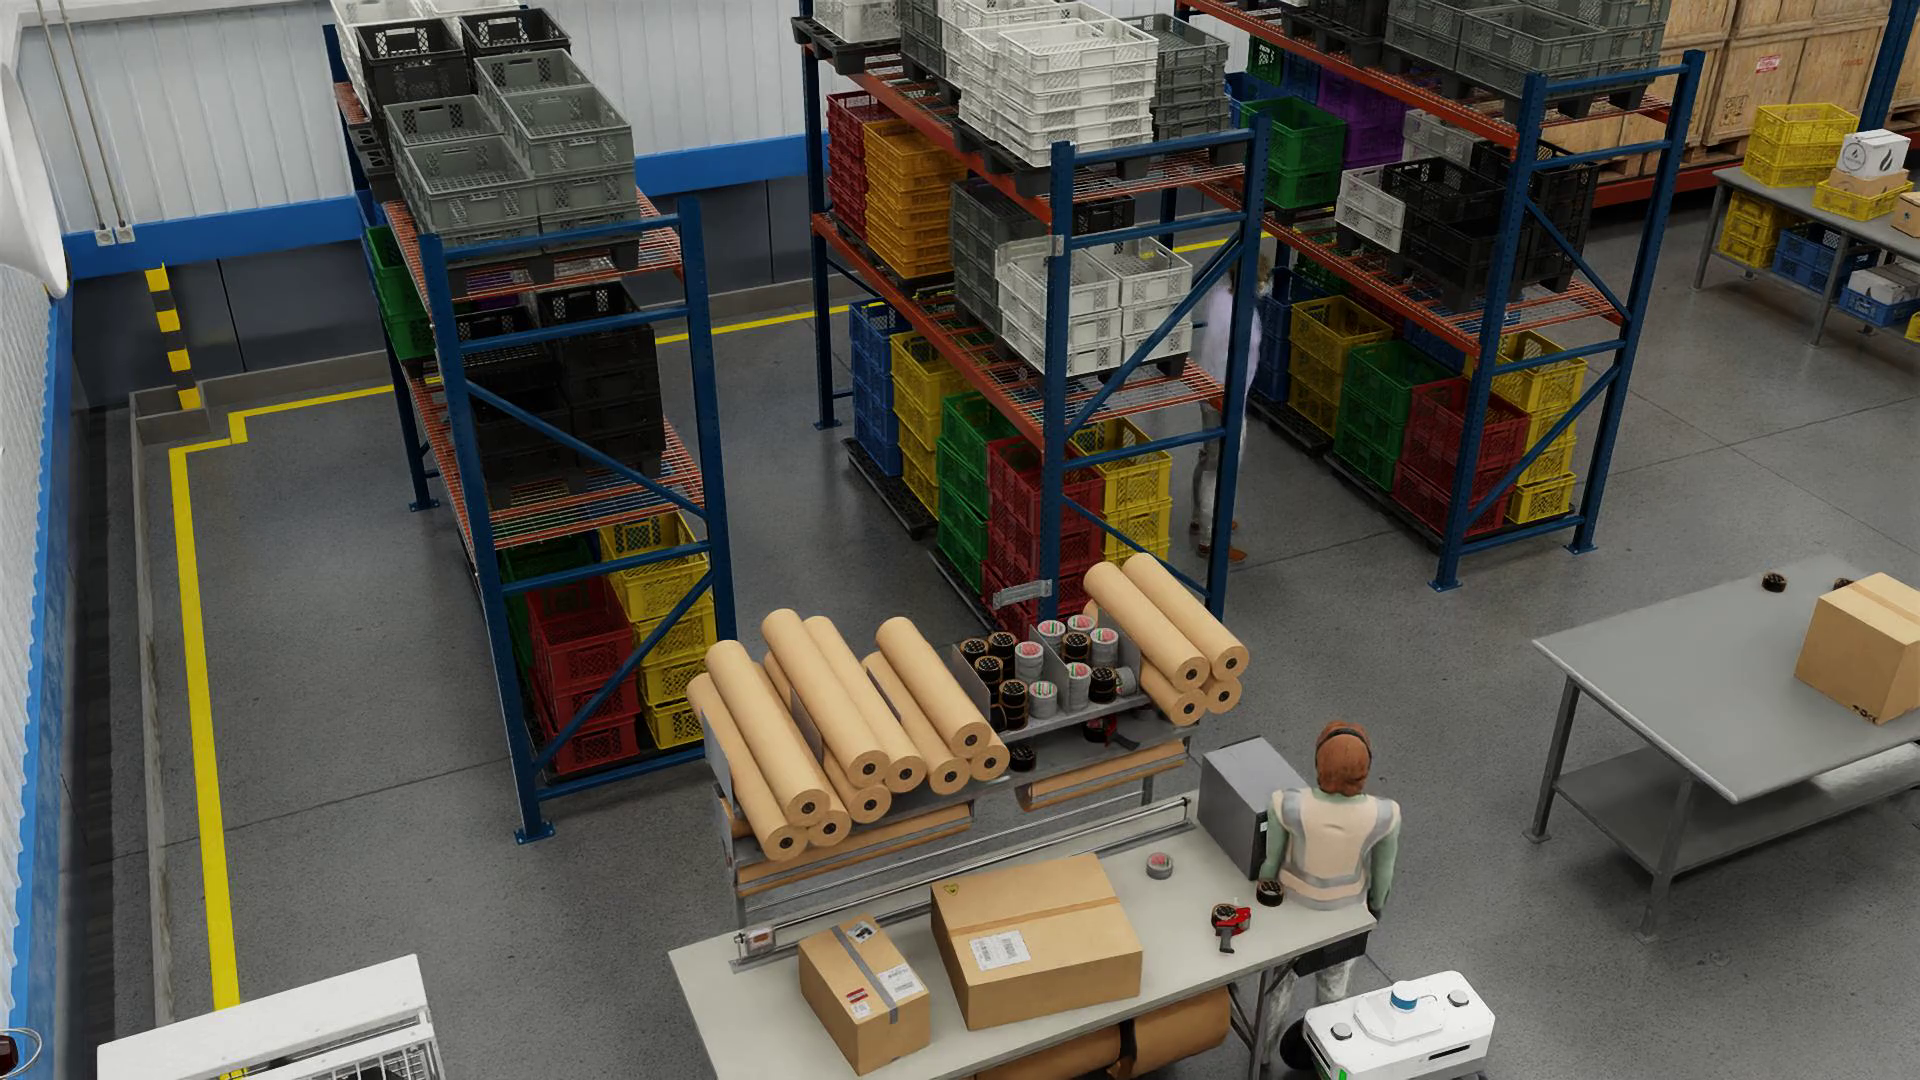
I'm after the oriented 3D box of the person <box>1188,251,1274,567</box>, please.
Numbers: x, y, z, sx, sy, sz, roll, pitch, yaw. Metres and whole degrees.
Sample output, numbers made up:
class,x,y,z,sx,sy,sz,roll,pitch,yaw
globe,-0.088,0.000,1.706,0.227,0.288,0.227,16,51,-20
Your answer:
class,x,y,z,sx,sy,sz,roll,pitch,yaw
person,1.576,-0.785,9.652,0.416,1.930,0.644,5,32,8

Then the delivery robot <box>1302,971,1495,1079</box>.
class,x,y,z,sx,sy,sz,roll,pitch,yaw
delivery robot,1.702,1.921,6.470,0.707,0.478,0.477,-10,33,-16

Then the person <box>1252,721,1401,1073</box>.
class,x,y,z,sx,sy,sz,roll,pitch,yaw
person,1.378,1.401,6.380,0.527,1.631,0.318,2,32,3
